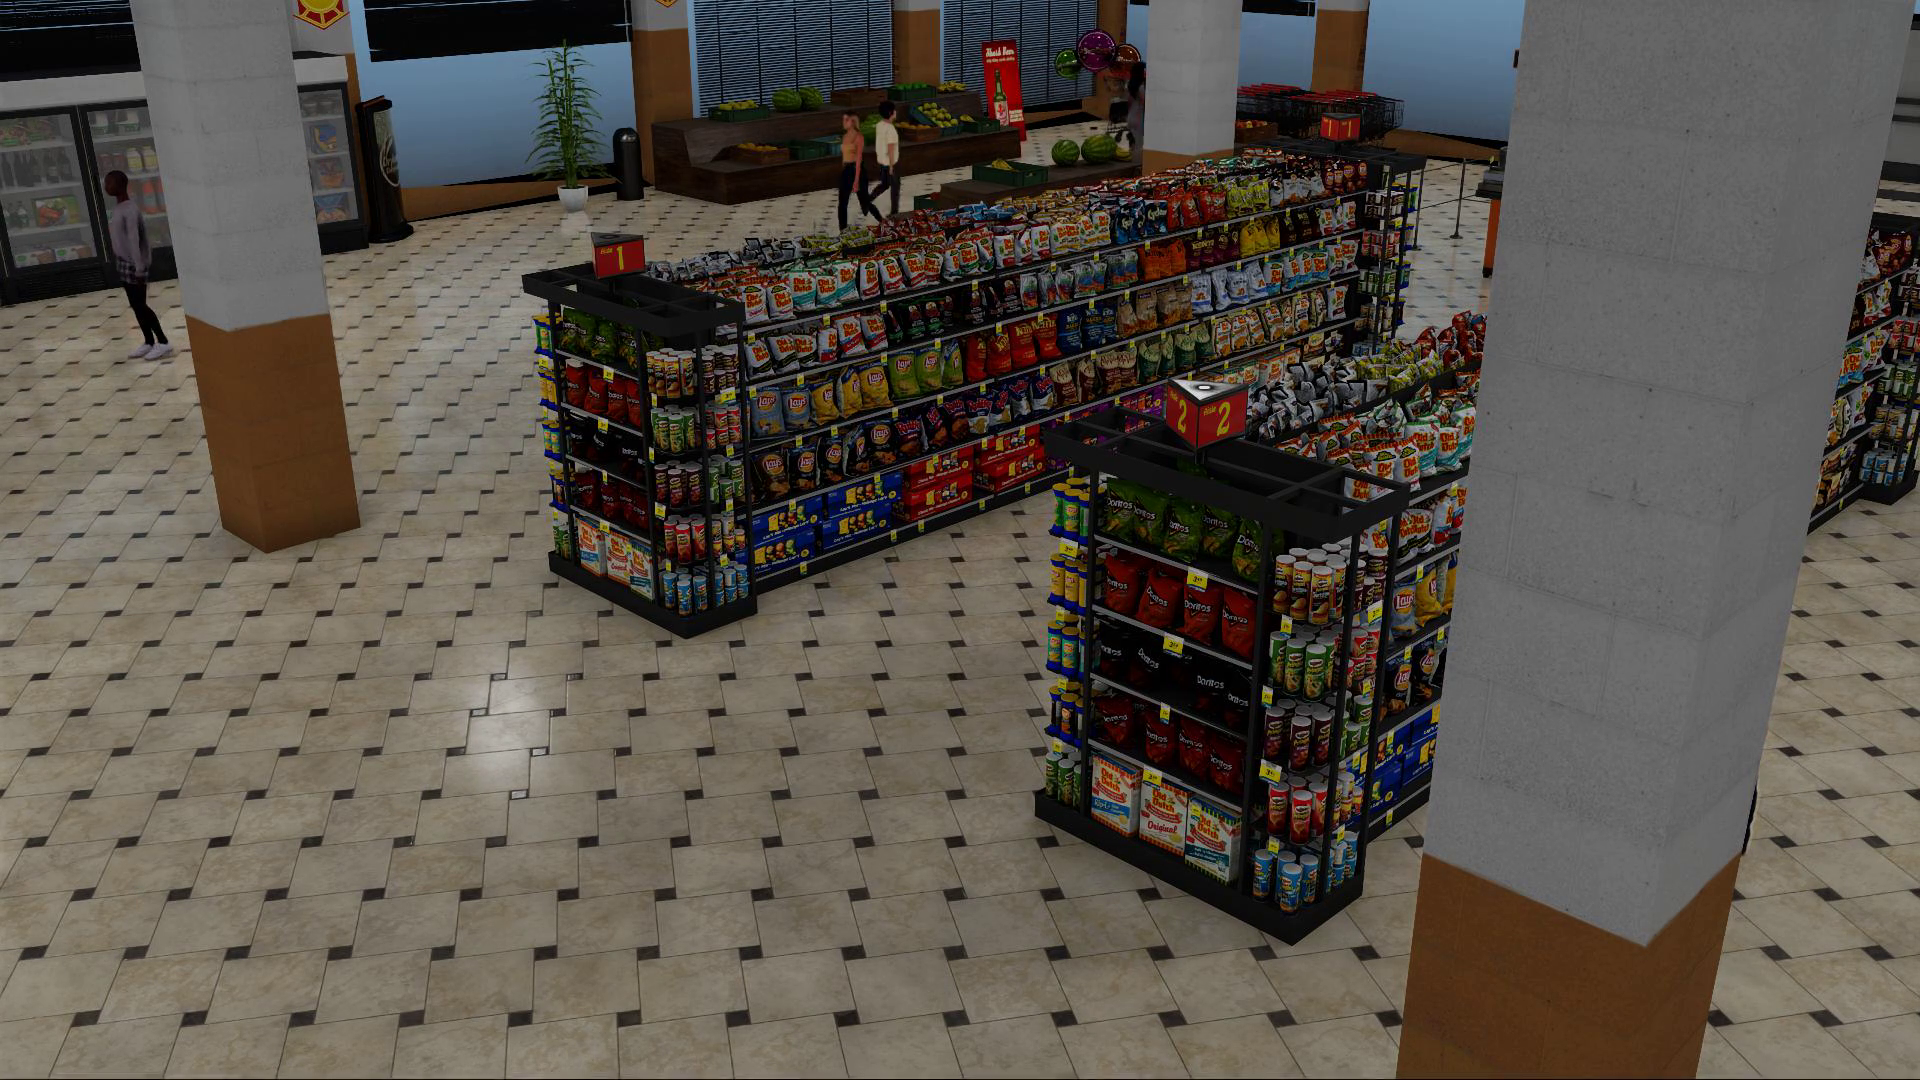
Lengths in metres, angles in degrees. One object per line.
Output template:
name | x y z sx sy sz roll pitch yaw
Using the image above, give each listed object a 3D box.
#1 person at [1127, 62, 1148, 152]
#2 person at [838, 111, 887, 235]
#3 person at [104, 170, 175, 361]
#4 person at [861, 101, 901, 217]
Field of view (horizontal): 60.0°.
person | 2.517 -6.061 24.313 0.778 1.768 0.699 -12 25 -27
person | -1.241 -4.469 20.578 0.570 1.600 1.104 19 29 39
person | -7.737 -2.584 15.658 0.575 1.770 0.629 -19 29 -39
person | -1.004 -4.916 21.725 0.909 1.572 0.701 -13 25 -29
